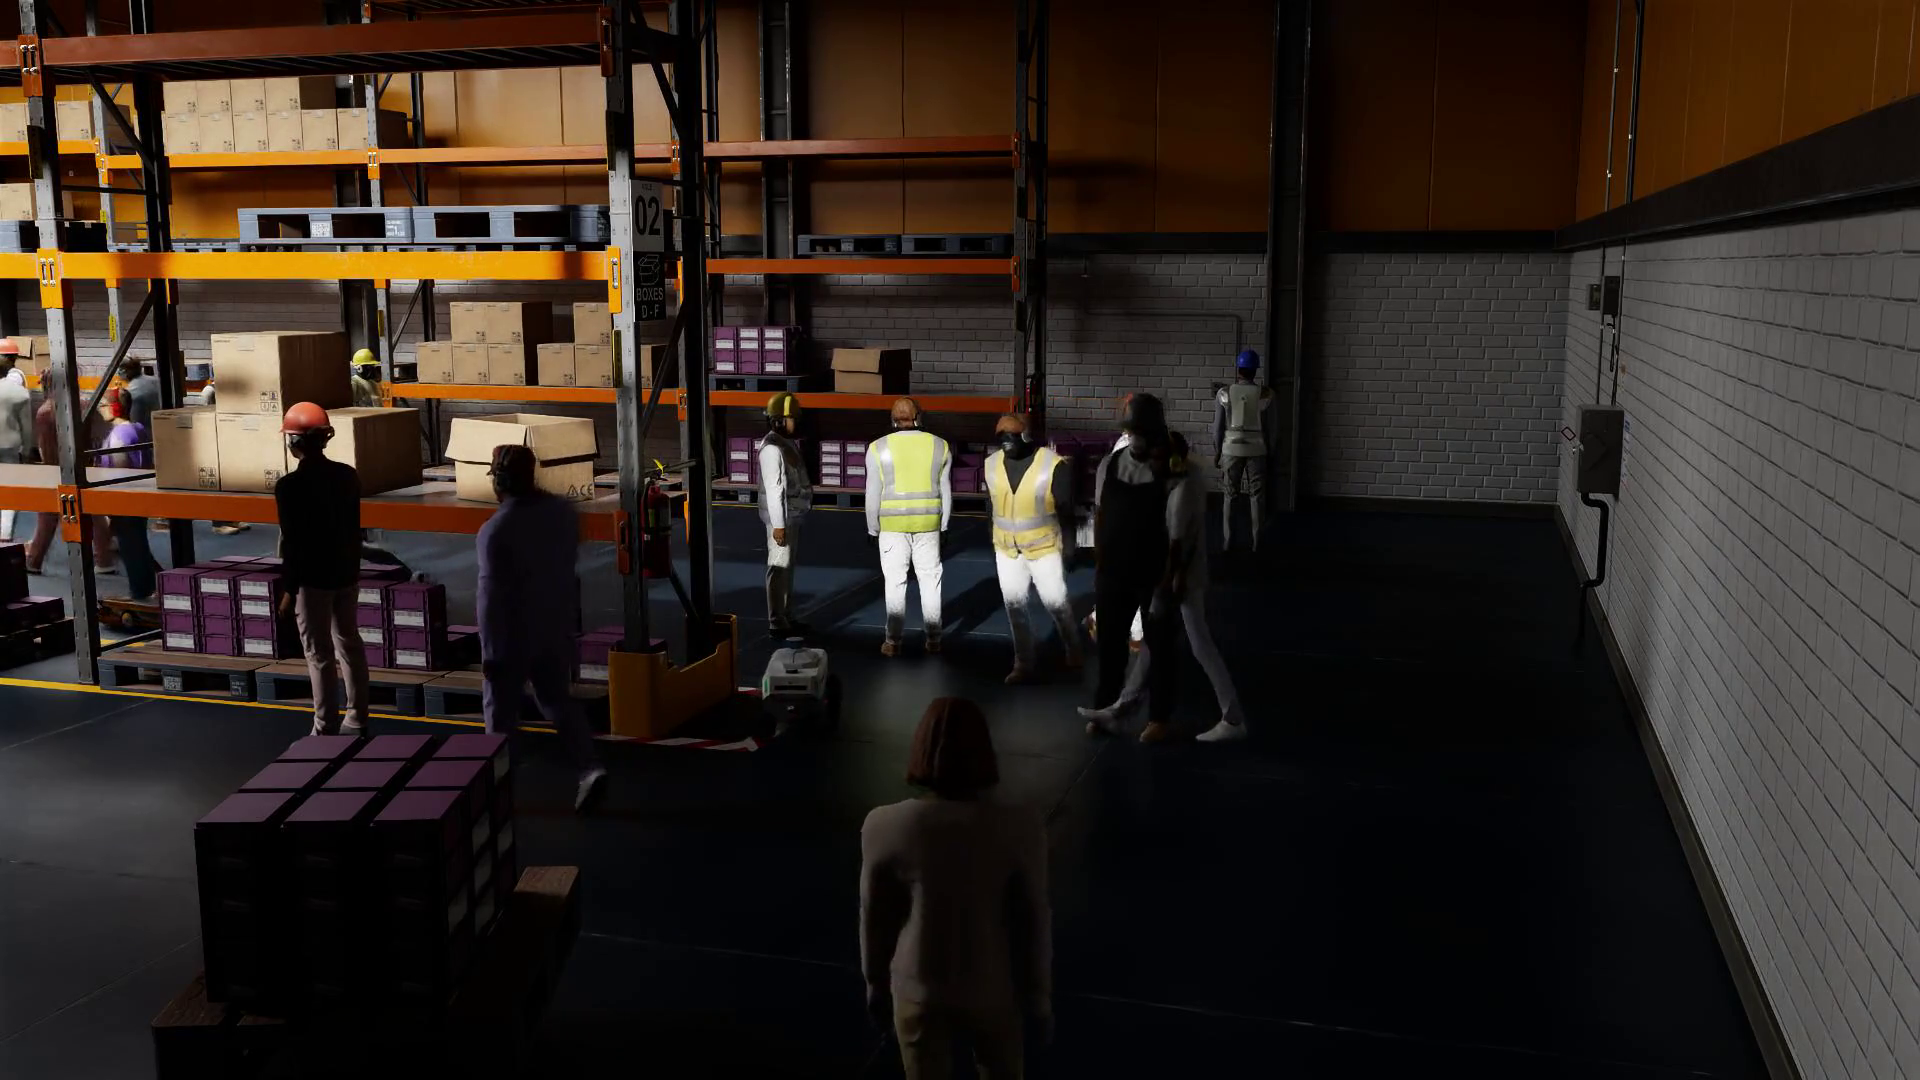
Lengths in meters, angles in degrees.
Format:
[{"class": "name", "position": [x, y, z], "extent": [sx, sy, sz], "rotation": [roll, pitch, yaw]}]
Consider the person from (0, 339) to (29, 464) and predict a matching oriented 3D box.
[{"class": "person", "position": [-10.712, -1.301, 18.809], "extent": [0.358, 1.936, 0.552], "rotation": [-6, 11, -31]}]

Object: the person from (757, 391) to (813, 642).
[{"class": "person", "position": [-1.283, -0.176, 12.261], "extent": [0.404, 1.837, 0.590], "rotation": [1, 9, 5]}]

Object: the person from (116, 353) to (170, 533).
[{"class": "person", "position": [-8.472, -0.985, 17.098], "extent": [0.711, 1.872, 0.704], "rotation": [-1, 9, -4]}]

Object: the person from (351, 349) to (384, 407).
[{"class": "person", "position": [-6.624, -1.216, 18.607], "extent": [0.403, 1.834, 0.589], "rotation": [1, 9, 4]}]

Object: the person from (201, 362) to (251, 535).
[{"class": "person", "position": [-7.583, -0.981, 17.149], "extent": [0.351, 1.842, 0.507], "rotation": [1, 9, 4]}]

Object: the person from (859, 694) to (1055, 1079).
[{"class": "person", "position": [-0.008, 1.207, 4.464], "extent": [0.530, 1.617, 0.352], "rotation": [1, 9, 6]}]

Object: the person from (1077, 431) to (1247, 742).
[{"class": "person", "position": [1.212, 0.283, 9.557], "extent": [1.002, 1.811, 0.535], "rotation": [0, 9, -2]}]

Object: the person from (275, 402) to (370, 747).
[{"class": "person", "position": [-3.598, 0.222, 9.346], "extent": [0.390, 1.995, 0.613], "rotation": [3, 10, 20]}]

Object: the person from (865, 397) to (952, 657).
[{"class": "person", "position": [-0.365, -0.088, 11.720], "extent": [0.624, 1.841, 0.430], "rotation": [-2, 10, -12]}]

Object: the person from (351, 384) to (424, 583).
[{"class": "person", "position": [-4.697, -0.339, 13.055], "extent": [0.794, 1.908, 0.599], "rotation": [-2, 10, -12]}]

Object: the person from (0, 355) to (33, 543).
[{"class": "person", "position": [-9.515, -0.883, 16.411], "extent": [0.641, 1.887, 0.989], "rotation": [-7, 11, -35]}]

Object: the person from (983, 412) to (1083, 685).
[{"class": "person", "position": [0.489, 0.043, 11.028], "extent": [0.653, 1.816, 0.681], "rotation": [5, 10, 26]}]

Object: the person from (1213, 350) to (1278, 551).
[{"class": "person", "position": [2.762, -0.861, 16.094], "extent": [0.617, 1.946, 0.396], "rotation": [2, 10, 14]}]

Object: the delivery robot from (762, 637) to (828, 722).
[{"class": "delivery robot", "position": [-0.970, 0.816, 9.824], "extent": [0.477, 0.478, 0.707], "rotation": [0, 9, -1]}]

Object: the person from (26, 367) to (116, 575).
[{"class": "person", "position": [-8.015, -0.600, 14.779], "extent": [0.995, 1.858, 0.660], "rotation": [2, 10, 14]}]

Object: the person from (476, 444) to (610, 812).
[{"class": "person", "position": [-2.143, 0.456, 8.267], "extent": [0.755, 1.884, 0.661], "rotation": [6, 11, 34]}]

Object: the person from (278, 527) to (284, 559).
[{"class": "person", "position": [-5.512, -0.454, 13.853], "extent": [0.328, 1.872, 0.510], "rotation": [7, 12, 38]}]

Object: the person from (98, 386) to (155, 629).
[{"class": "person", "position": [-6.335, -0.254, 12.710], "extent": [0.385, 1.846, 0.591], "rotation": [-2, 10, -11]}]

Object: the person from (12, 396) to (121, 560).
[{"class": "person", "position": [-8.341, -0.704, 15.477], "extent": [0.984, 1.832, 0.614], "rotation": [0, 9, 3]}]

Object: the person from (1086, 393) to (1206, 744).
[{"class": "person", "position": [1.051, 0.149, 9.654], "extent": [0.709, 2.000, 0.536], "rotation": [6, 11, 31]}]

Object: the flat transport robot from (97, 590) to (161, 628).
[{"class": "flat transport robot", "position": [-5.849, 0.538, 12.665], "extent": [1.431, 0.197, 0.652], "rotation": [5, 10, 26]}]

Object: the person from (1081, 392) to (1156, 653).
[{"class": "person", "position": [1.211, -0.103, 11.693], "extent": [0.507, 1.871, 0.593], "rotation": [4, 10, 20]}]
